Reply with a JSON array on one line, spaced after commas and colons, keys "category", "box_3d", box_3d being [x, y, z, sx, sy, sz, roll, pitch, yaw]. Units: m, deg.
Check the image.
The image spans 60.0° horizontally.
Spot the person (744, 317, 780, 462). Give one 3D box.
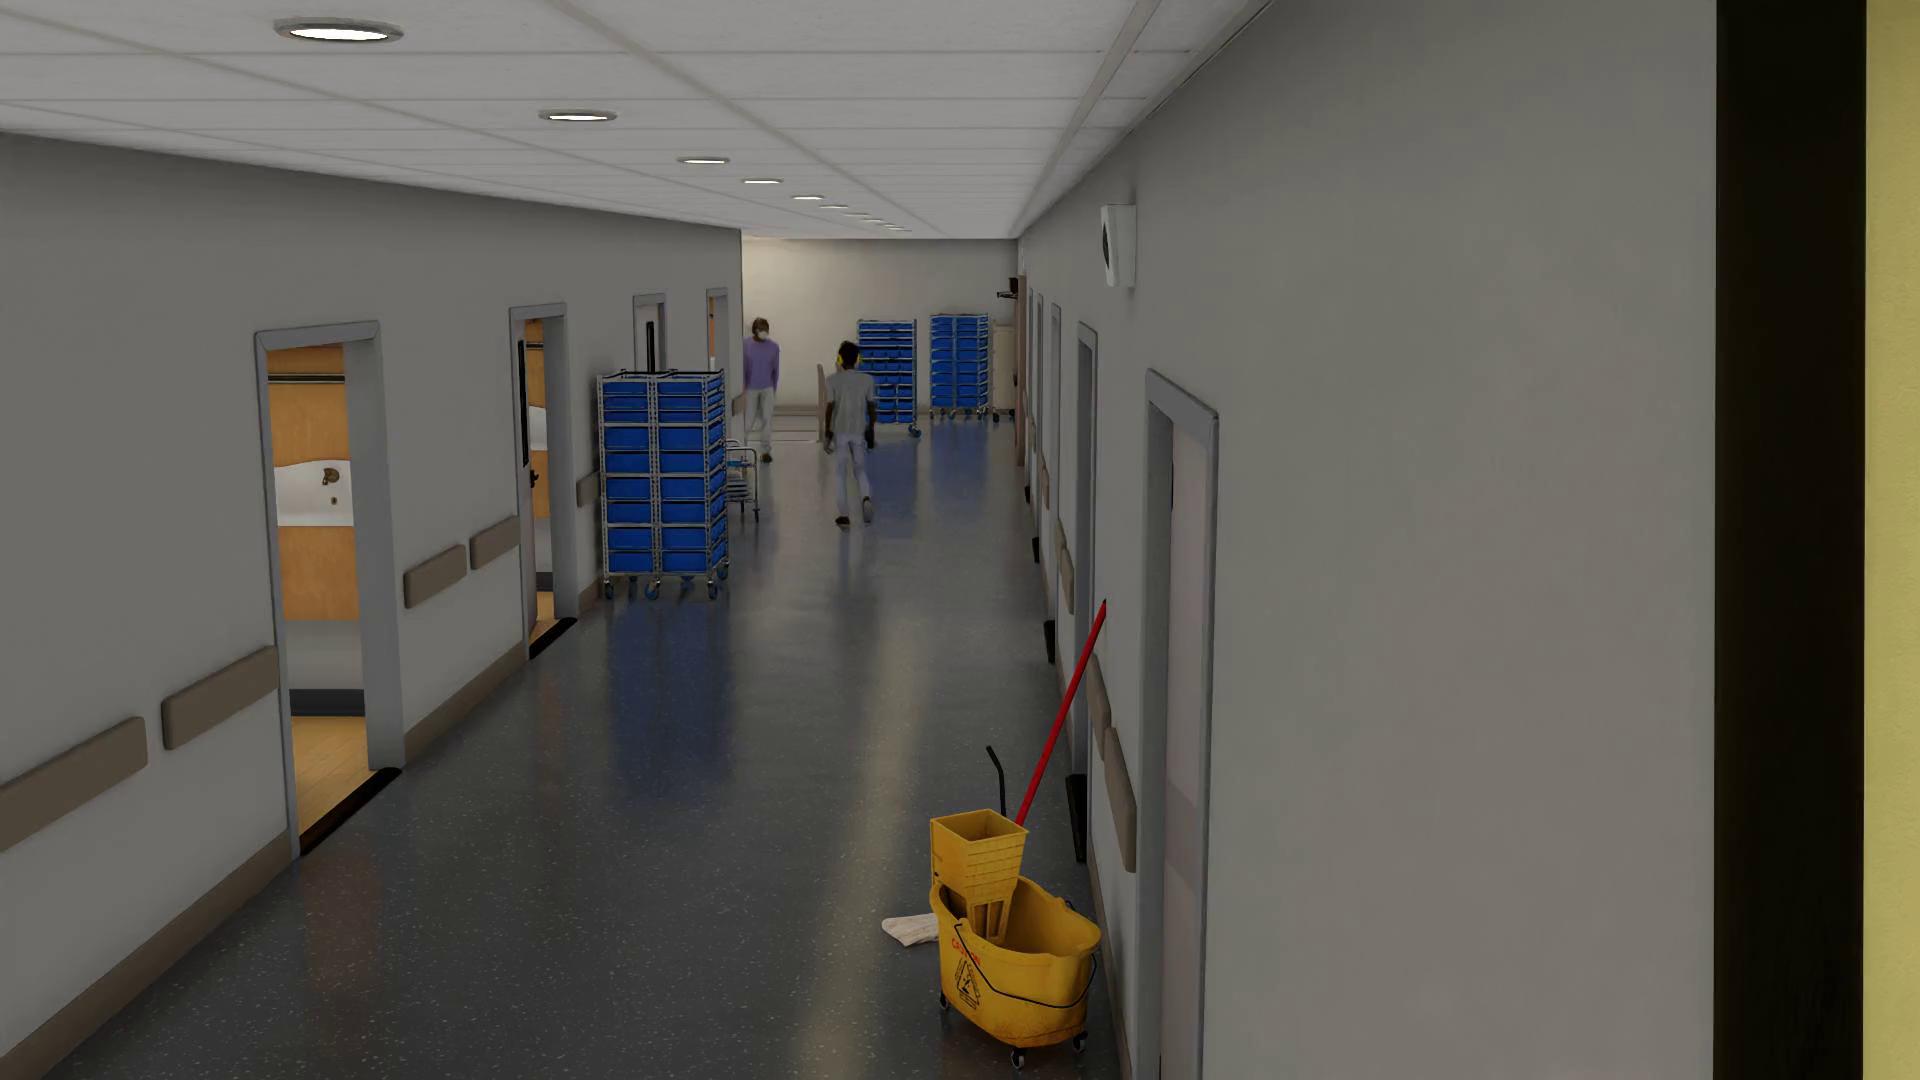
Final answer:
[{"category": "person", "box_3d": [-2.683, -1.993, 21.980, 0.628, 1.919, 0.704, -4, 10, -24]}]

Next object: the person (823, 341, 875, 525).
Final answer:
[{"category": "person", "box_3d": [-1.090, -1.039, 16.476, 0.521, 1.856, 0.548, -4, 10, -21]}]
